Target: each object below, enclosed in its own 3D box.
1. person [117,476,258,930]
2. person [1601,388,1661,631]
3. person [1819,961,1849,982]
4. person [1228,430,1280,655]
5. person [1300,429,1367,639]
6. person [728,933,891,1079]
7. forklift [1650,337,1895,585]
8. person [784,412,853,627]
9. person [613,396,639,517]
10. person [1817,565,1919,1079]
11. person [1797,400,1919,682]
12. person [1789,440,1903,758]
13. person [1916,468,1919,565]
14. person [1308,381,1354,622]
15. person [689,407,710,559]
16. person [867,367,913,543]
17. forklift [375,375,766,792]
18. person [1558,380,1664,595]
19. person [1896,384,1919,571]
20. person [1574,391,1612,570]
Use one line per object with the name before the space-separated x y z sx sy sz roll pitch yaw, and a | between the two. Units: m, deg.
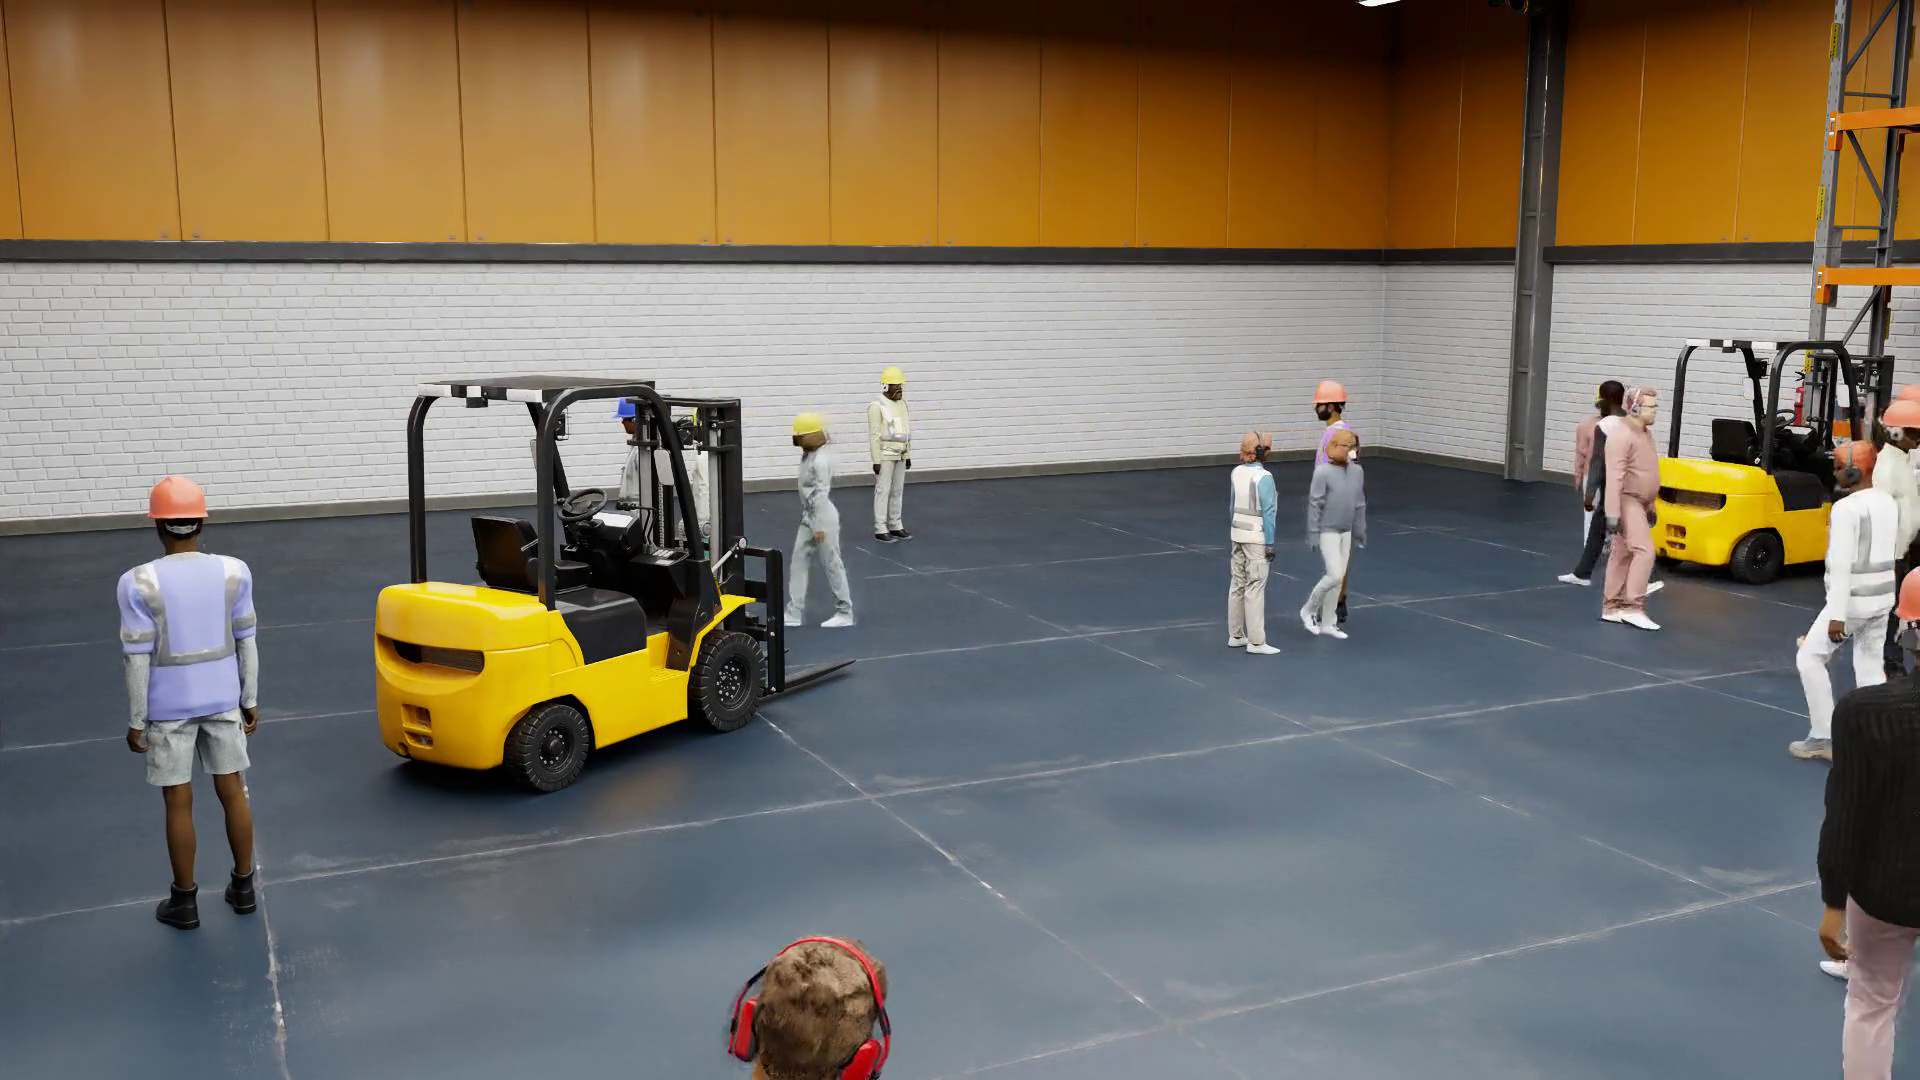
person | -3.294 0.690 7.124 0.552 1.936 0.359 -9 13 -43
person | 5.357 -0.239 13.015 0.634 1.888 0.673 7 11 36
person | 3.627 1.027 6.110 0.509 1.590 0.876 -6 11 -31
person | 2.150 0.017 12.215 0.312 1.642 0.512 -4 10 -21
person | 2.862 -0.040 12.625 0.512 1.619 0.361 -7 11 -37
person | -0.276 1.508 2.474 0.615 1.798 0.537 -2 9 -10
forklift | 7.551 -0.789 15.507 2.313 2.155 1.214 -4 10 -25
person | -1.186 -0.143 12.979 0.774 1.706 0.508 -4 10 -21
person | -2.274 -0.099 12.001 0.402 1.943 0.605 -2 9 -10
person | 2.848 1.041 4.856 0.629 1.965 0.854 2 9 15
person | 6.077 0.046 11.028 0.712 1.973 0.621 8 12 39
person | 4.994 0.361 9.390 0.616 1.859 0.652 -5 11 -29
person | 7.525 -0.113 12.781 0.353 1.719 0.693 -7 12 -39
person | 2.956 -0.308 13.325 0.378 1.932 0.551 3 10 20
person | -1.968 -0.171 13.002 0.329 1.765 0.533 1 9 8
person | -0.710 -0.883 17.244 0.403 1.824 0.593 6 11 33
forklift | -2.268 0.149 9.685 1.214 2.155 2.313 6 11 32
person | 5.745 -0.460 14.513 0.600 1.866 1.019 -8 12 -40
person | 7.522 -0.277 13.182 0.461 1.915 0.564 6 11 32
person | 6.106 -0.611 15.795 0.543 1.748 0.604 3 10 15
